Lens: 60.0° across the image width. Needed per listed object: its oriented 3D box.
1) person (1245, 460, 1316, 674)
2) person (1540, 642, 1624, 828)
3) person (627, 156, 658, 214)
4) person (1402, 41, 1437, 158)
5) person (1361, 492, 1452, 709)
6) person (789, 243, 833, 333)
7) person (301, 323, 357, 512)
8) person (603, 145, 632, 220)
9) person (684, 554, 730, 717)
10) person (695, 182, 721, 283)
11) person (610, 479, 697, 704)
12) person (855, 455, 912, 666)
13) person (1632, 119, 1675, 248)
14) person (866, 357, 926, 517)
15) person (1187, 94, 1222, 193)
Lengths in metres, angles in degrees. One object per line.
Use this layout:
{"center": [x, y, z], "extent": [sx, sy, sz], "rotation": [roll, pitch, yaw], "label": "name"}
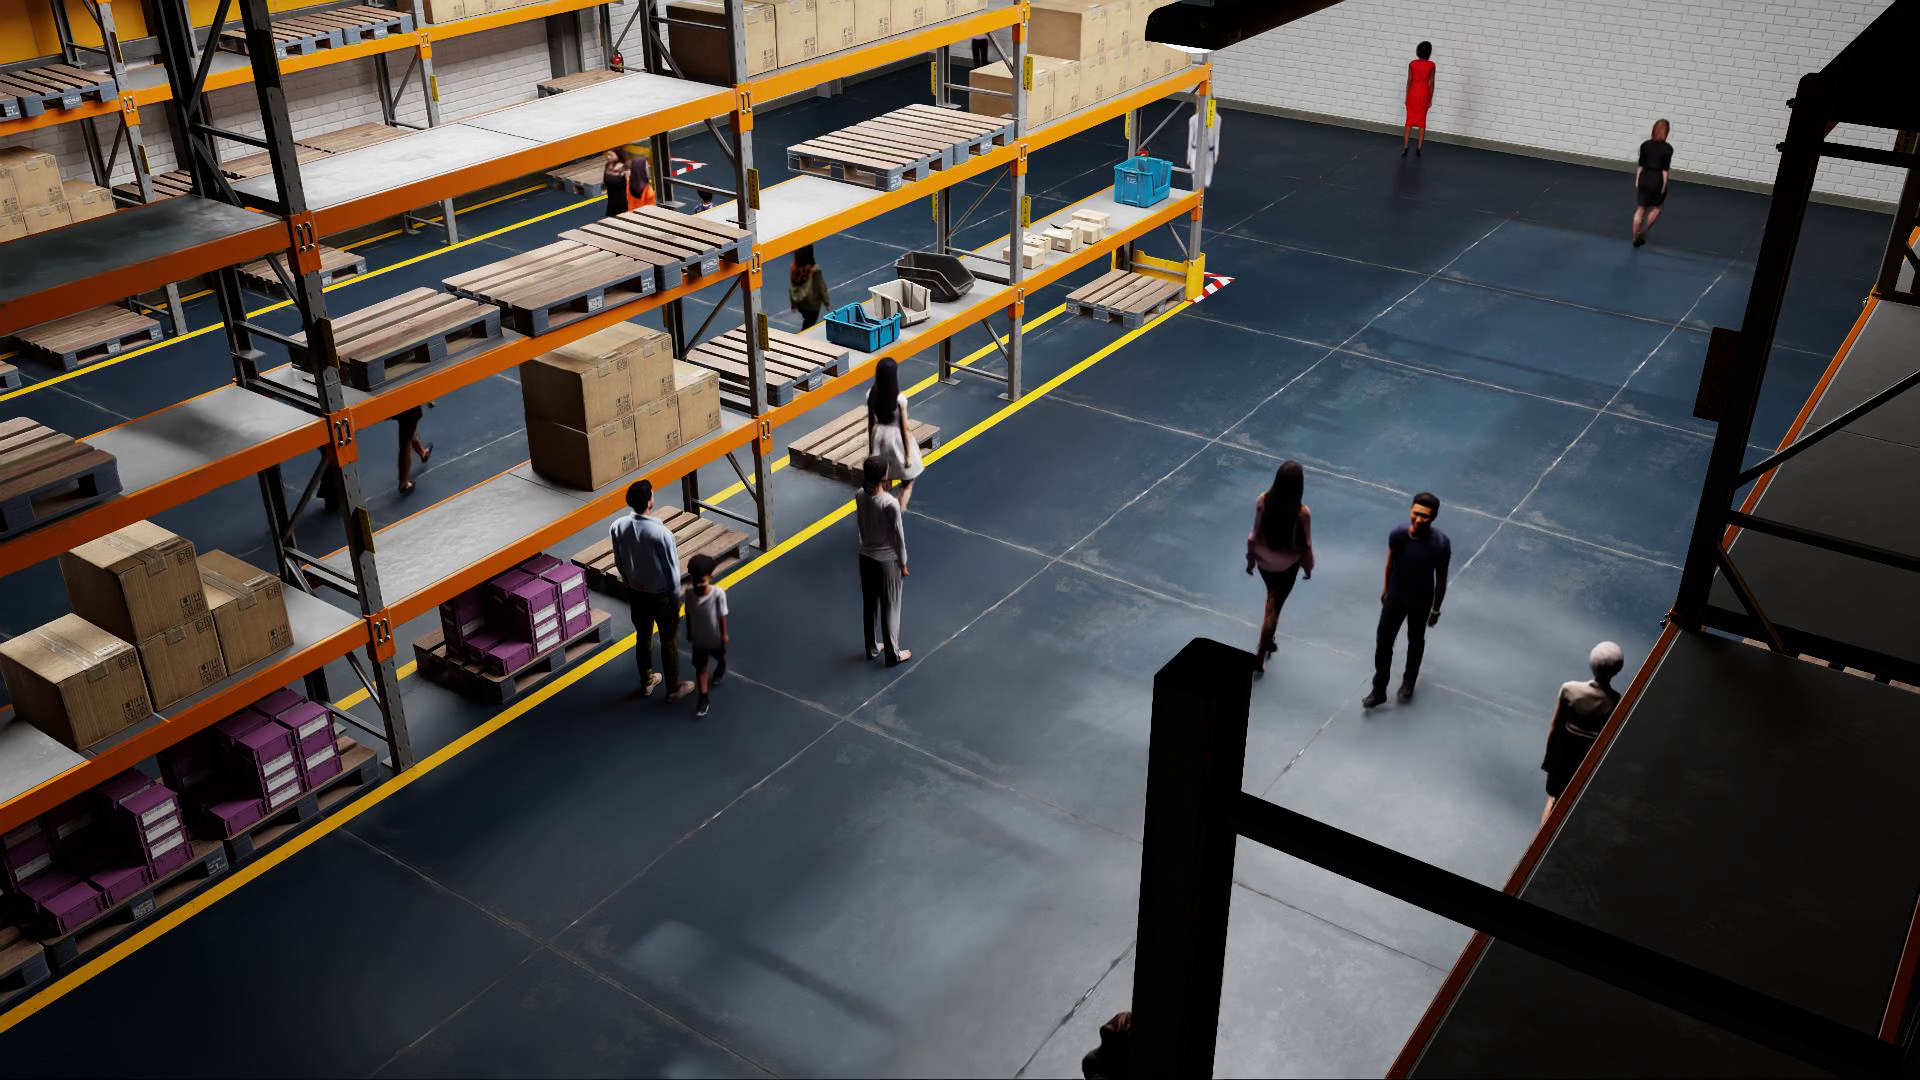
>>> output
{"center": [2.368, 0.266, 12.631], "extent": [0.646, 1.794, 0.693], "rotation": [19, 34, 31], "label": "person"}
{"center": [3.895, 1.468, 10.490], "extent": [0.625, 1.734, 0.870], "rotation": [18, 33, 29], "label": "person"}
{"center": [-3.848, -3.722, 20.039], "extent": [1.114, 1.702, 0.771], "rotation": [-25, 37, -38], "label": "person"}
{"center": [7.063, -6.792, 25.620], "extent": [0.616, 1.747, 0.580], "rotation": [10, 30, 17], "label": "person"}
{"center": [3.401, 0.402, 12.405], "extent": [0.654, 1.771, 0.811], "rotation": [19, 34, 31], "label": "person"}
{"center": [-1.696, -2.516, 18.098], "extent": [0.621, 1.443, 0.990], "rotation": [20, 35, 33], "label": "person"}
{"center": [-5.819, -1.098, 15.036], "extent": [0.735, 1.887, 0.775], "rotation": [-23, 36, -35], "label": "person"}
{"center": [-4.162, -4.183, 20.918], "extent": [0.710, 1.669, 1.052], "rotation": [21, 35, 33], "label": "person"}
{"center": [-1.886, 0.636, 12.532], "extent": [0.793, 1.240, 0.959], "rotation": [1, 29, 2], "label": "person"}
{"center": [-3.131, -3.850, 20.747], "extent": [0.558, 1.248, 0.580], "rotation": [4, 29, 7], "label": "person"}
{"center": [-2.299, 0.381, 12.402], "extent": [0.718, 1.812, 0.631], "rotation": [12, 31, 21], "label": "person"}
{"center": [-0.615, 0.154, 12.859], "extent": [0.579, 1.774, 0.529], "rotation": [20, 34, 31], "label": "person"}
{"center": [8.966, -4.605, 21.670], "extent": [0.650, 1.691, 0.649], "rotation": [-24, 37, -37], "label": "person"}
{"center": [-0.646, -0.714, 14.461], "extent": [0.707, 1.762, 0.777], "rotation": [12, 31, 22], "label": "person"}
{"center": [3.305, -5.261, 22.775], "extent": [0.886, 1.783, 1.008], "rotation": [1, 29, 1], "label": "person"}
